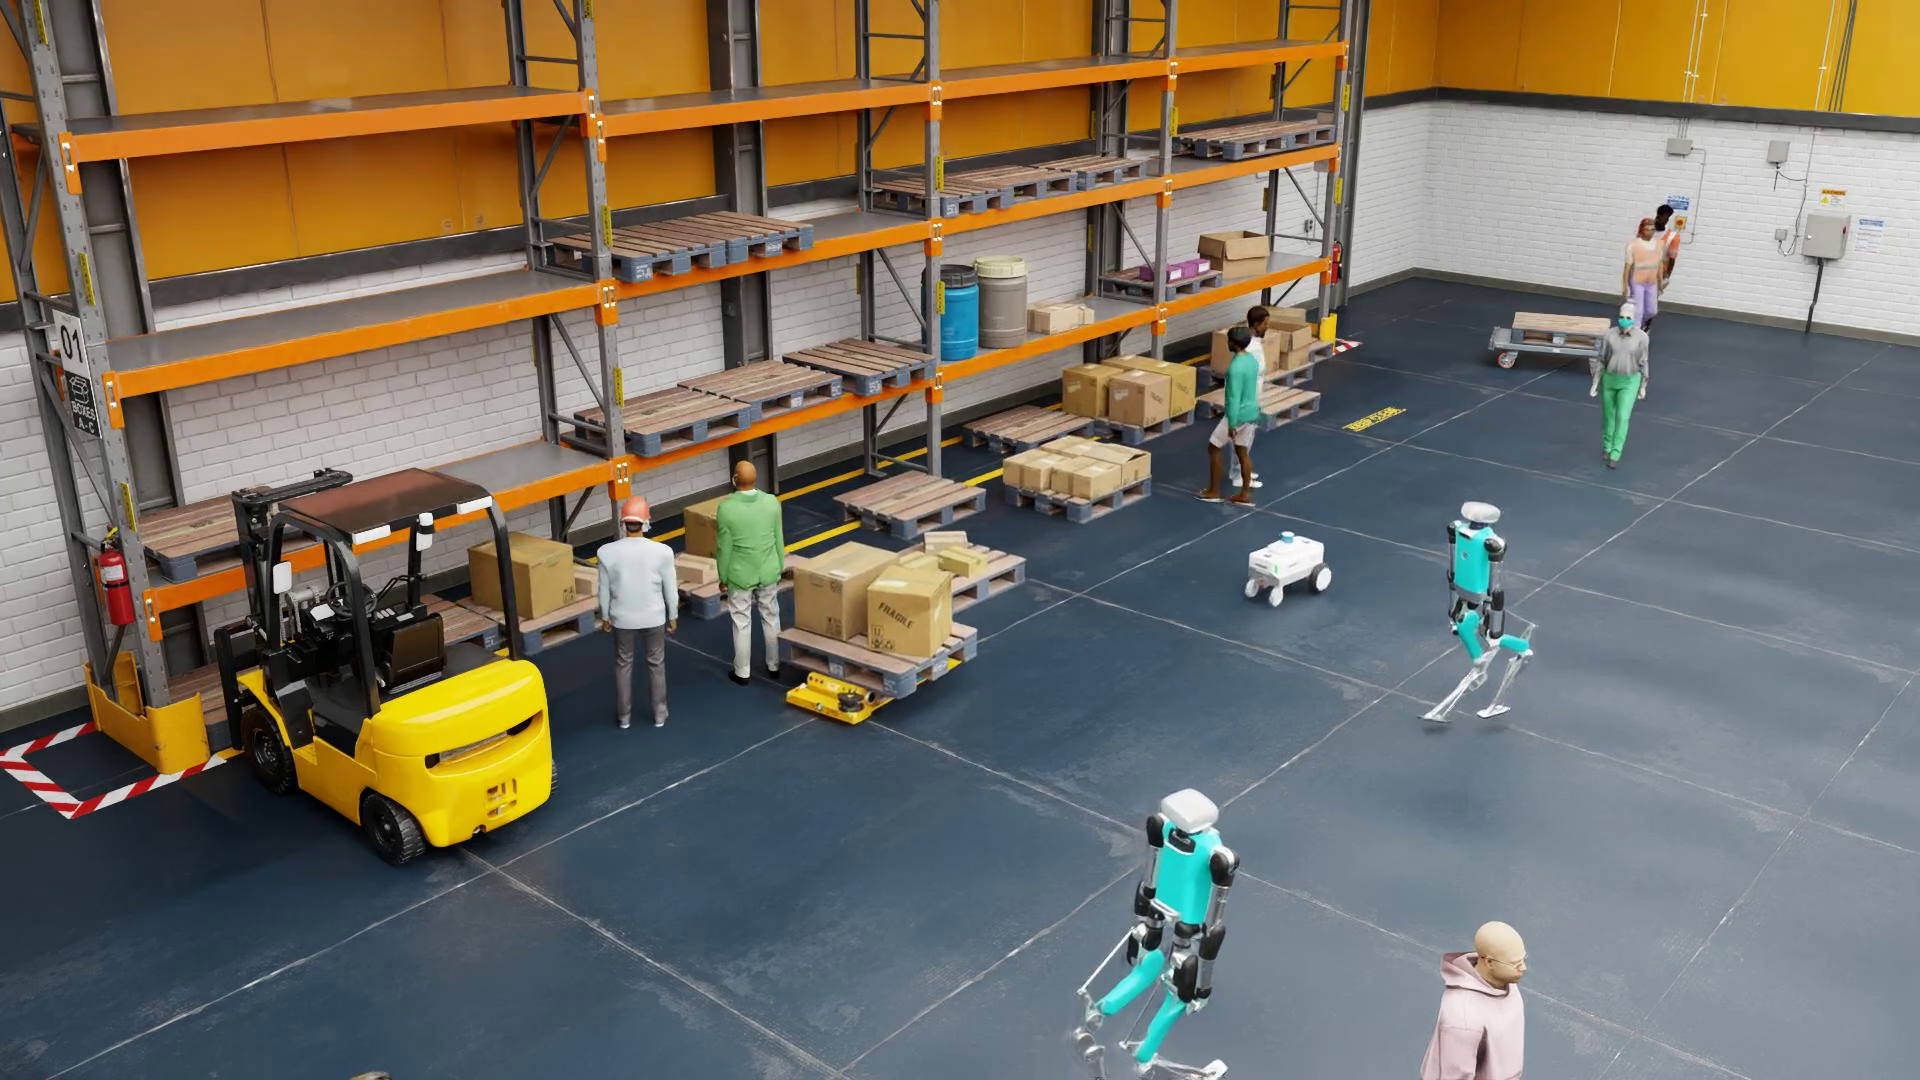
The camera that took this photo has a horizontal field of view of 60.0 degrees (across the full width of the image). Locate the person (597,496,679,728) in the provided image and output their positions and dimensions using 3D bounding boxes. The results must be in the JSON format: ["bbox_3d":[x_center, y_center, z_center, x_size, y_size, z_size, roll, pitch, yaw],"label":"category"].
[{"bbox_3d":[-2.312,0.525,12.008,0.572,1.737,0.350,-3,20,-7],"label":"person"}]

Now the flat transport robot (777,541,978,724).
[{"bbox_3d":[-0.630,1.007,12.821,0.659,0.231,1.431,14,24,33],"label":"flat transport robot"}]

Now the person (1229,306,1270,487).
[{"bbox_3d":[2.976,-1.480,17.204,0.413,1.907,0.597,-2,20,-4],"label":"person"}]

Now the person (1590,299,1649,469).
[{"bbox_3d":[7.037,-1.664,17.835,0.542,1.808,0.875,14,24,33],"label":"person"}]

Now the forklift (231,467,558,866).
[{"bbox_3d":[-3.730,0.710,10.856,2.313,2.155,1.214,17,26,38],"label":"forklift"}]

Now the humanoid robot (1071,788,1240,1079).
[{"bbox_3d":[0.894,2.055,7.864,1.030,1.730,0.541,-15,25,-35],"label":"humanoid robot"}]

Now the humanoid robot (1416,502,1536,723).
[{"bbox_3d":[3.787,0.549,11.919,0.987,1.734,0.547,-9,22,-22],"label":"humanoid robot"}]

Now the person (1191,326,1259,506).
[{"bbox_3d":[2.682,-1.258,16.708,0.732,1.823,0.528,15,25,35],"label":"person"}]

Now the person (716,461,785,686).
[{"bbox_3d":[-1.594,0.251,12.684,0.541,1.784,0.383,-10,23,-26],"label":"person"}]

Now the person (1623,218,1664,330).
[{"bbox_3d":[9.362,-3.498,22.772,0.601,1.822,0.638,-5,21,-14],"label":"person"}]

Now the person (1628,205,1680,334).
[{"bbox_3d":[9.705,-3.759,23.361,0.631,1.906,0.930,11,23,28],"label":"person"}]

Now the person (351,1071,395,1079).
[{"bbox_3d":[-2.013,2.685,5.873,0.351,1.933,0.633,5,21,13],"label":"person"}]

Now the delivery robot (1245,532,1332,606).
[{"bbox_3d":[2.849,0.211,14.529,0.749,0.569,0.499,-17,26,-39],"label":"delivery robot"}]

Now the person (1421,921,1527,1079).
[{"bbox_3d":[2.125,2.360,6.988,0.408,1.777,0.519,15,25,34],"label":"person"}]
